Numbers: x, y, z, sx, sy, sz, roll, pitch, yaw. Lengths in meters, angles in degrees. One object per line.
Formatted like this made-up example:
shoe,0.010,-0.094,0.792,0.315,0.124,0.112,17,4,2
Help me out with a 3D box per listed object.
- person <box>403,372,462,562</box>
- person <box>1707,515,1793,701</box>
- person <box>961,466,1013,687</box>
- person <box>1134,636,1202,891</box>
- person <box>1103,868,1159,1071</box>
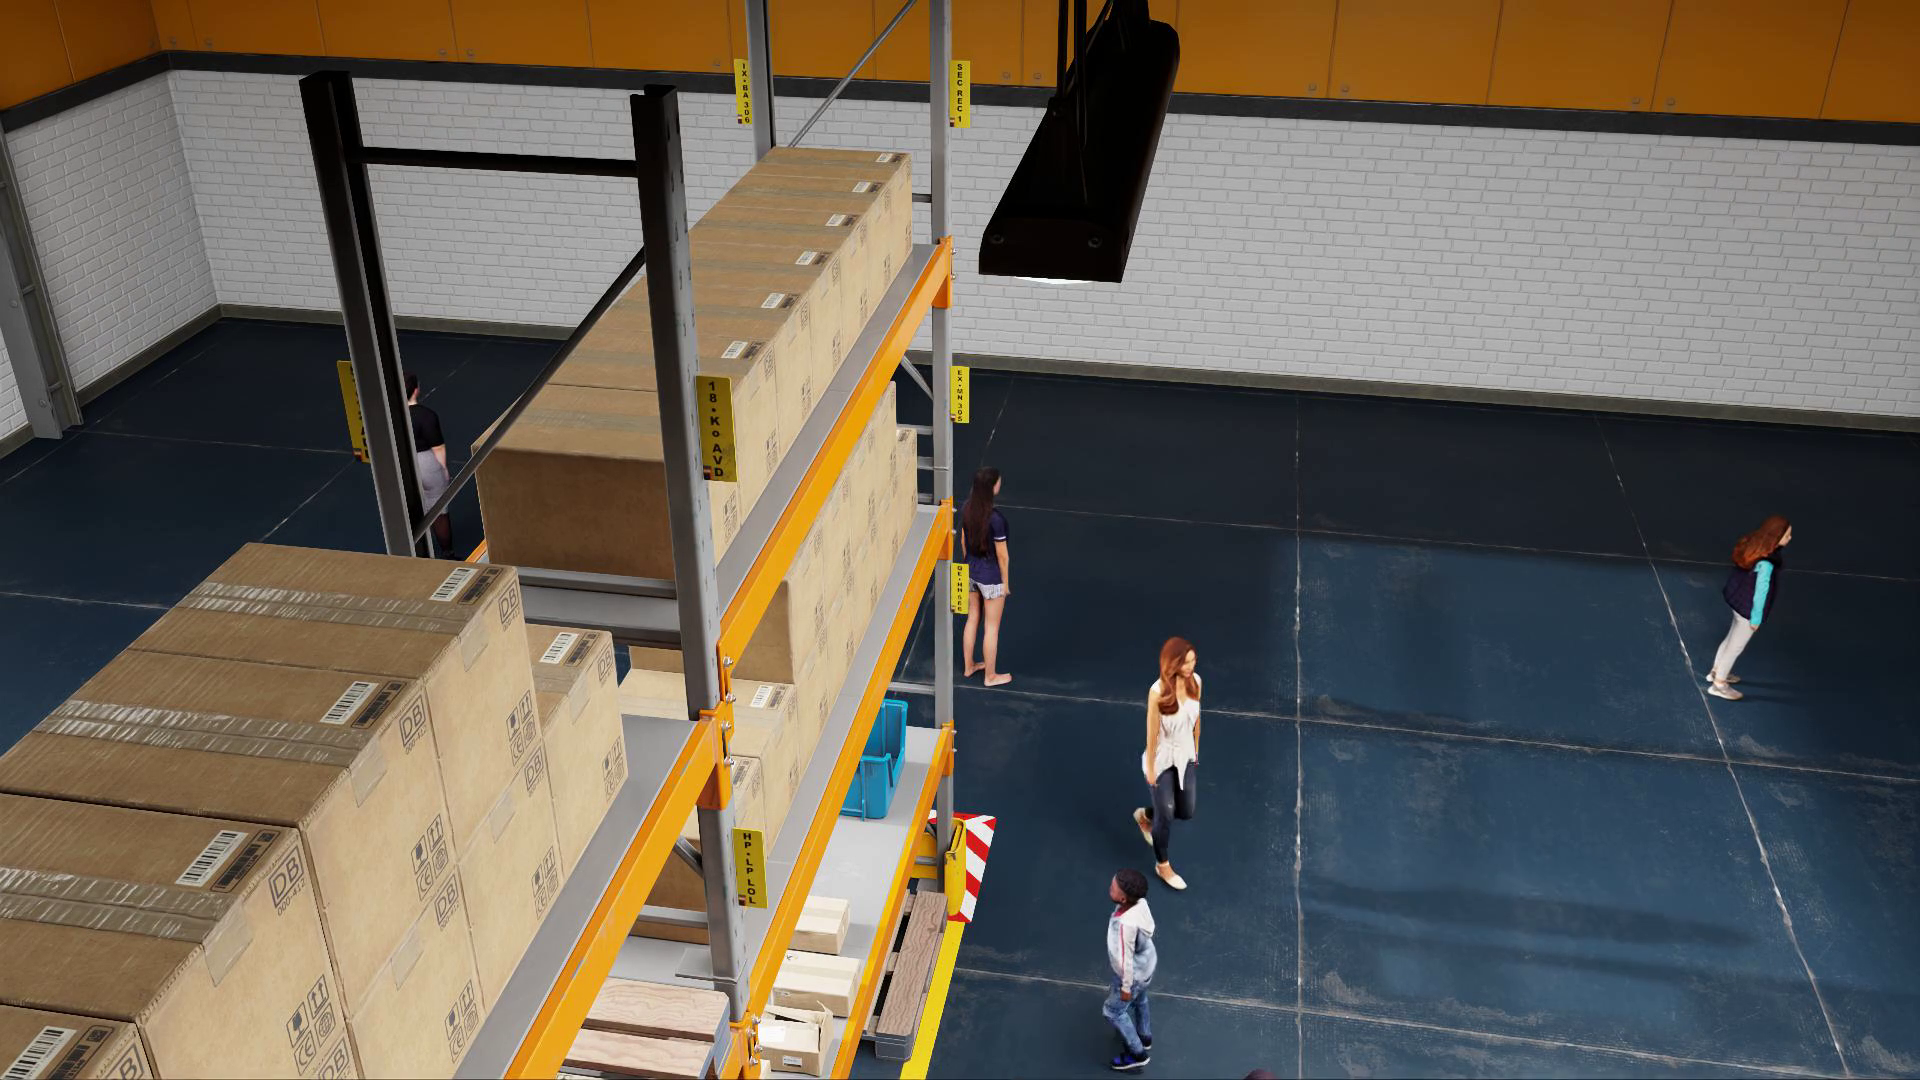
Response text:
person,-4.502,-0.565,13.873,0.672,1.759,0.631,7,29,13
person,5.800,0.472,12.247,0.671,1.494,0.555,10,30,17
person,0.175,0.268,12.338,0.700,1.765,0.669,-25,37,-38
person,1.242,1.340,10.364,0.846,1.774,0.909,-18,33,-30
person,0.958,2.334,9.094,0.612,1.246,0.508,9,30,16
